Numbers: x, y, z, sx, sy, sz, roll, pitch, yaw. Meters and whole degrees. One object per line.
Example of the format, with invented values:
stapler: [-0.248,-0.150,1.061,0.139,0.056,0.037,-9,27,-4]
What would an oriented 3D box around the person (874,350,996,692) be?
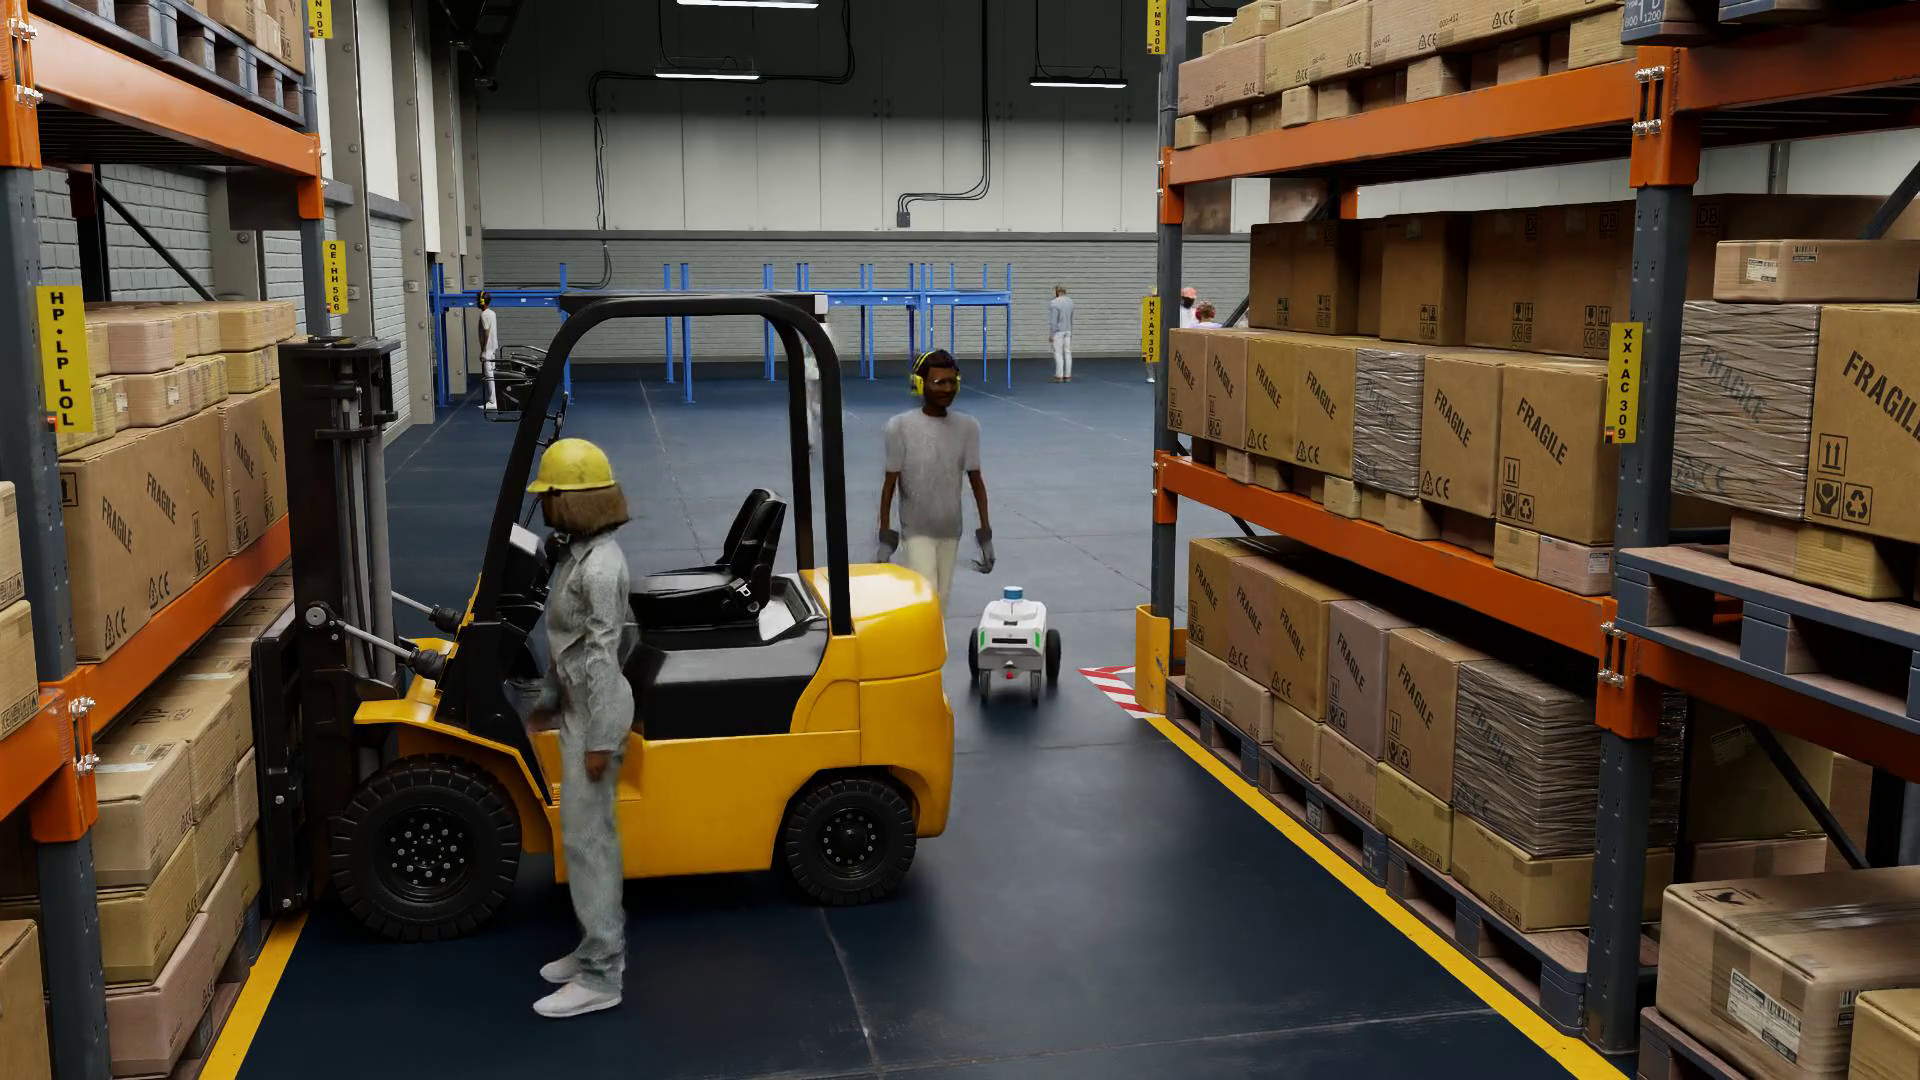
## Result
person: [-0.079,0.008,8.074,0.565,1.844,0.741,-5,10,-27]

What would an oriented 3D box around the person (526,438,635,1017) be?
person: [-1.172,0.553,5.108,0.345,1.742,0.497,-3,10,-17]

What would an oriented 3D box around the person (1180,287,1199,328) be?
person: [3.817,-3.352,28.340,0.560,1.922,0.533,-5,11,-28]

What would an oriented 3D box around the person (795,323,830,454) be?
person: [-1.823,-2.010,20.133,0.455,1.935,0.610,6,11,32]

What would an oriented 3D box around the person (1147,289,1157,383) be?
person: [3.882,-3.956,32.162,0.600,1.874,1.009,-3,10,-17]

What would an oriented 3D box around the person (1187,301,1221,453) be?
person: [2.979,-1.976,20.281,0.599,1.851,0.515,-2,10,-14]

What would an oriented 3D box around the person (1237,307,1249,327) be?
person: [4.449,-2.849,25.804,0.716,1.735,0.542,-8,13,-42]

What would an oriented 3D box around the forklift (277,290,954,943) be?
forklift: [-1.179,0.175,6.143,2.313,2.155,1.214,-2,10,-12]

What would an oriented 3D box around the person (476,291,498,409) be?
person: [-7.542,-3.024,26.530,0.309,1.859,0.535,0,9,2]

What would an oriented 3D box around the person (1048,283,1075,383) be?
person: [1.992,-4.070,32.663,0.634,1.938,0.353,-8,12,-40]

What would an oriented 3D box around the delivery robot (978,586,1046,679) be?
delivery robot: [0.284,0.493,8.906,0.477,0.478,0.707,1,9,5]
